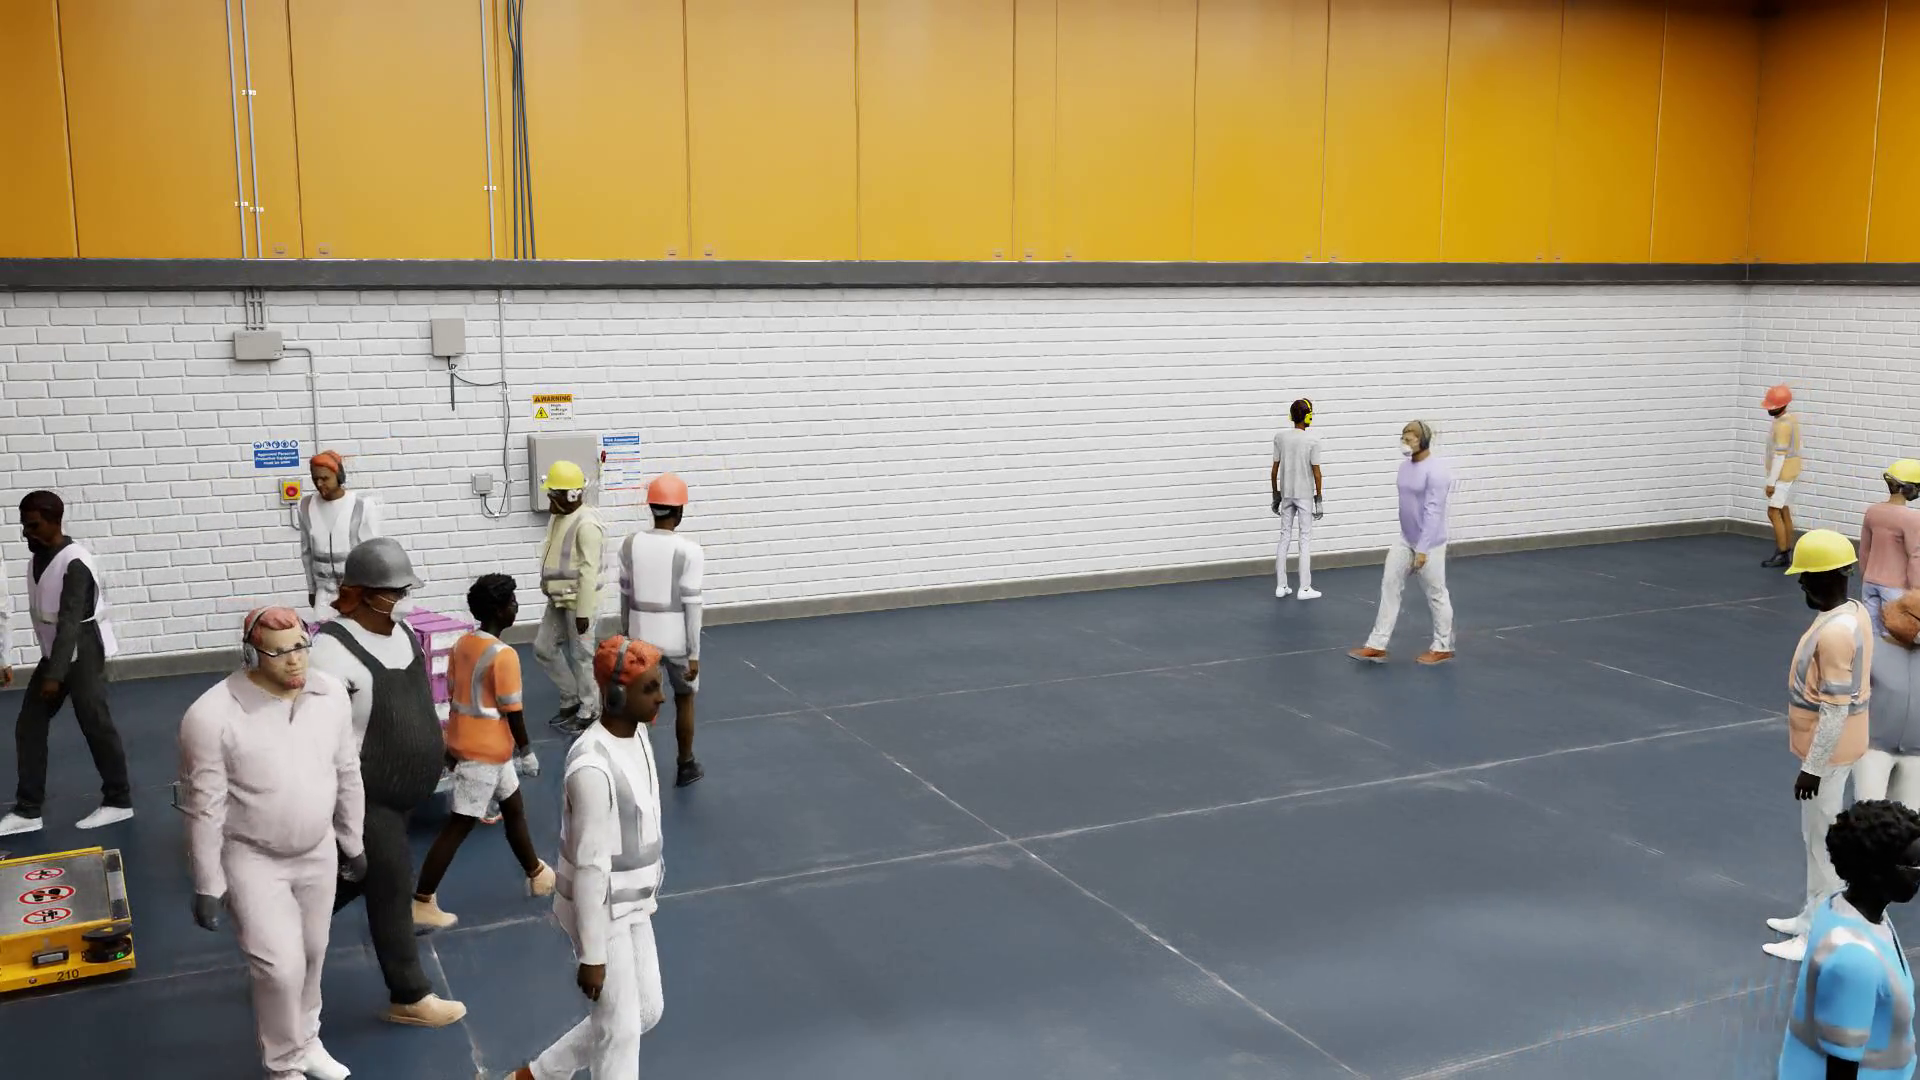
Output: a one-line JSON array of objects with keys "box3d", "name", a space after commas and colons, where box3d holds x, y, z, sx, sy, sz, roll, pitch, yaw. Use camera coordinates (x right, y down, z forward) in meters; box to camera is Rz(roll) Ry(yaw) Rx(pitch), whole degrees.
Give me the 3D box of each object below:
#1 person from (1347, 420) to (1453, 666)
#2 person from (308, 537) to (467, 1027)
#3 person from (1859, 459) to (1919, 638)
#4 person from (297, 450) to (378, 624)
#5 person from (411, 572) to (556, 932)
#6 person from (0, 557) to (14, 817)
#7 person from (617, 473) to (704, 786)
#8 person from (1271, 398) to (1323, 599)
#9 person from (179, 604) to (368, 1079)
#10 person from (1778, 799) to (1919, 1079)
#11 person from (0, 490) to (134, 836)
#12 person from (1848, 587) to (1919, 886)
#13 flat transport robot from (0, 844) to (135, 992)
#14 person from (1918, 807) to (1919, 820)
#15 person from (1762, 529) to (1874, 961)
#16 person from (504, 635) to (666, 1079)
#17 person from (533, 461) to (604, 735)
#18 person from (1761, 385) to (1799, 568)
[{"box3d": [3.412, 0.042, 12.712, 0.919, 1.898, 0.644, -3, 10, -18], "name": "person"}, {"box3d": [-2.505, 0.934, 6.776, 0.952, 2.000, 0.690, 1, 9, 9], "name": "person"}, {"box3d": [6.419, 0.320, 11.443, 0.329, 1.765, 0.533, -2, 9, -10], "name": "person"}, {"box3d": [-4.149, 0.323, 11.169, 0.582, 1.851, 0.459, 1, 9, 4], "name": "person"}, {"box3d": [-2.228, 0.972, 7.757, 0.896, 1.645, 0.522, -6, 11, -34], "name": "person"}, {"box3d": [-5.629, 0.646, 9.291, 0.595, 1.805, 0.685, -8, 12, -41], "name": "person"}, {"box3d": [-1.732, 0.571, 9.487, 0.561, 1.902, 0.936, 2, 9, 14], "name": "person"}, {"box3d": [3.143, -0.383, 15.476, 0.532, 1.869, 0.311, 8, 12, 39], "name": "person"}, {"box3d": [-2.400, 1.154, 5.963, 0.720, 1.873, 0.696, 6, 11, 34], "name": "person"}, {"box3d": [2.281, 1.489, 4.461, 0.582, 1.684, 0.540, 5, 10, 27], "name": "person"}, {"box3d": [-4.888, 0.678, 8.884, 0.582, 1.877, 0.853, 7, 11, 36], "name": "person"}, {"box3d": [4.345, 0.982, 7.812, 0.532, 1.610, 0.633, 1, 9, 5], "name": "person"}, {"box3d": [-4.172, 1.685, 7.591, 0.652, 0.197, 1.431, -5, 10, -29], "name": "flat transport robot"}, {"box3d": [5.074, 0.808, 8.021, 0.694, 1.890, 0.605, 6, 11, 34], "name": "person"}, {"box3d": [3.785, 0.906, 7.332, 0.382, 1.917, 0.585, 6, 11, 31], "name": "person"}, {"box3d": [-1.224, 1.227, 5.474, 0.575, 1.871, 0.594, 1, 9, 4], "name": "person"}, {"box3d": [-2.557, 0.385, 10.862, 0.465, 1.816, 0.628, -6, 11, -35], "name": "person"}, {"box3d": [8.465, -0.662, 17.191, 0.398, 1.893, 0.731, 5, 11, 29], "name": "person"}]
